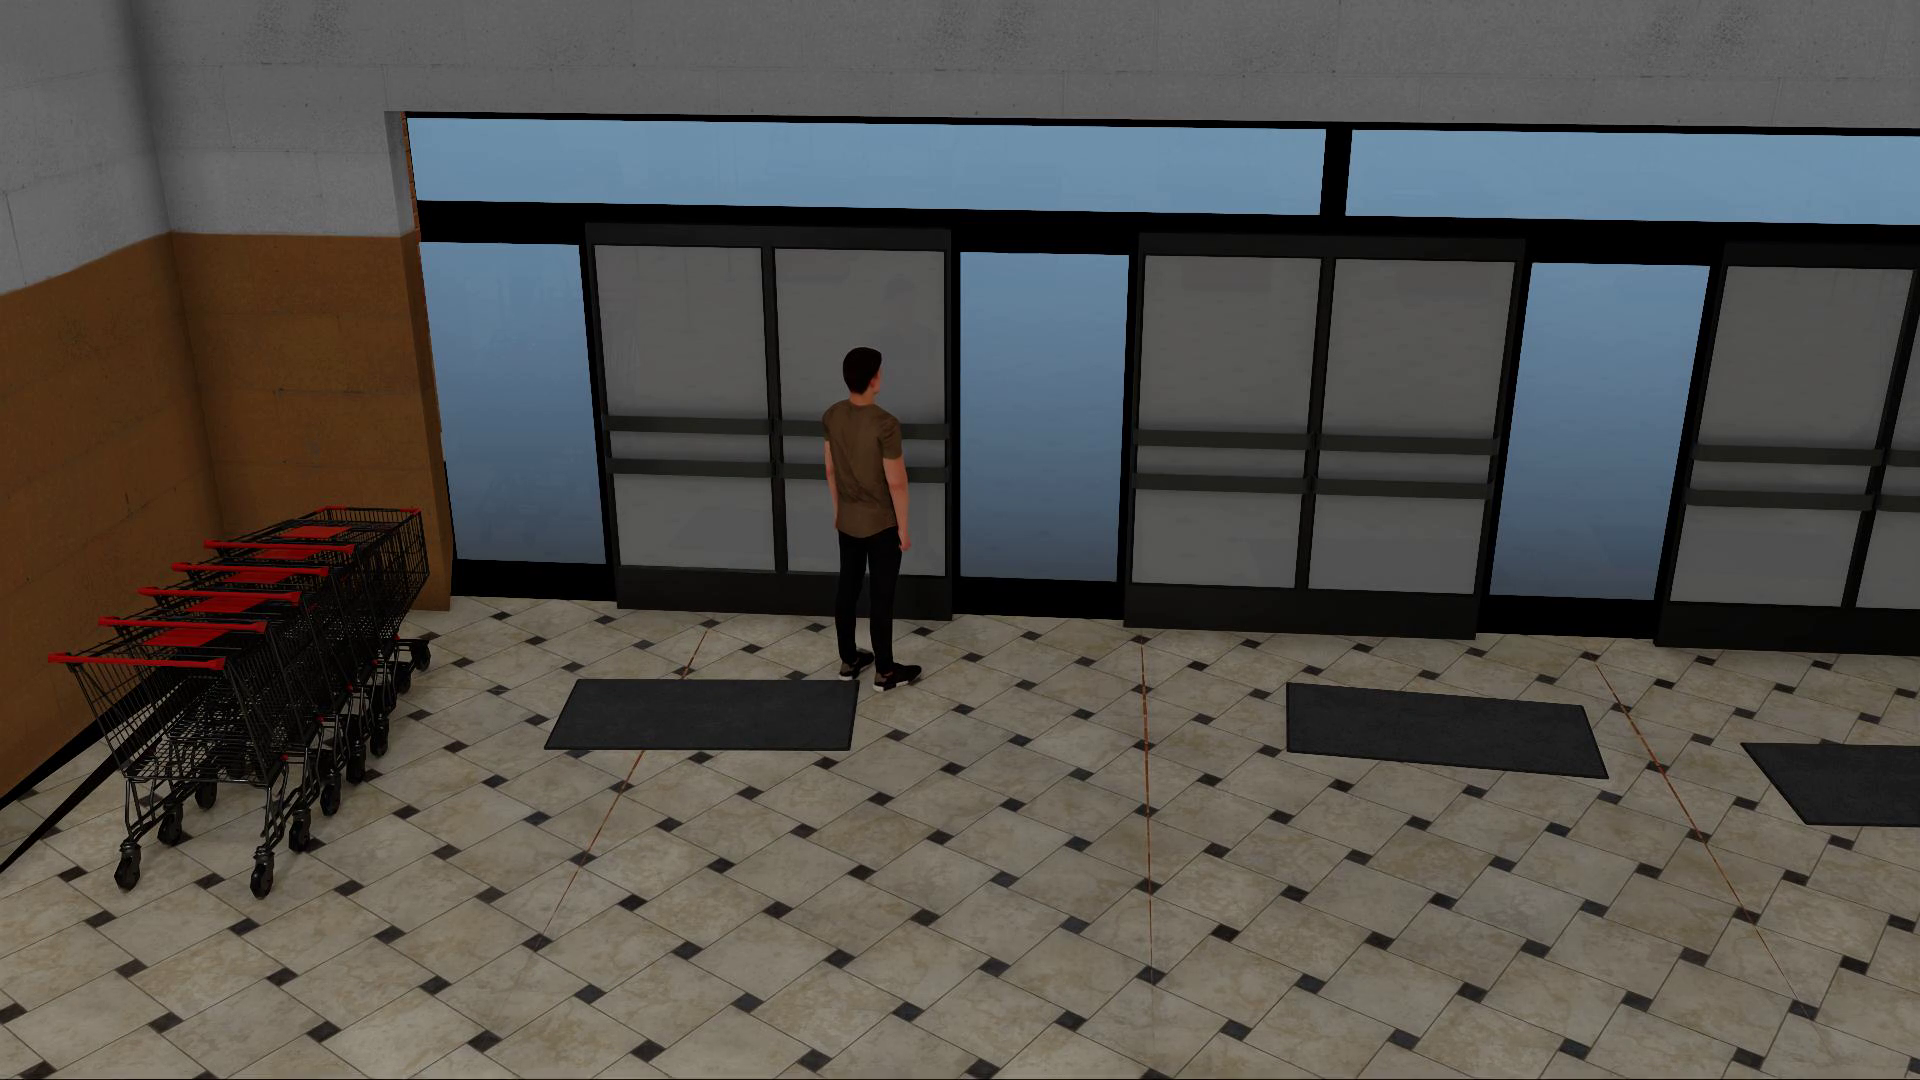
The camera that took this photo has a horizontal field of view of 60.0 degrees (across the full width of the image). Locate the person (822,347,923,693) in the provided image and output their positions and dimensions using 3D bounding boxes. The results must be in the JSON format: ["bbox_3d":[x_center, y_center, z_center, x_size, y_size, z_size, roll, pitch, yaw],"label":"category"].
[{"bbox_3d":[-0.490,-0.108,8.701,0.748,1.852,0.752,15,27,33],"label":"person"}]
